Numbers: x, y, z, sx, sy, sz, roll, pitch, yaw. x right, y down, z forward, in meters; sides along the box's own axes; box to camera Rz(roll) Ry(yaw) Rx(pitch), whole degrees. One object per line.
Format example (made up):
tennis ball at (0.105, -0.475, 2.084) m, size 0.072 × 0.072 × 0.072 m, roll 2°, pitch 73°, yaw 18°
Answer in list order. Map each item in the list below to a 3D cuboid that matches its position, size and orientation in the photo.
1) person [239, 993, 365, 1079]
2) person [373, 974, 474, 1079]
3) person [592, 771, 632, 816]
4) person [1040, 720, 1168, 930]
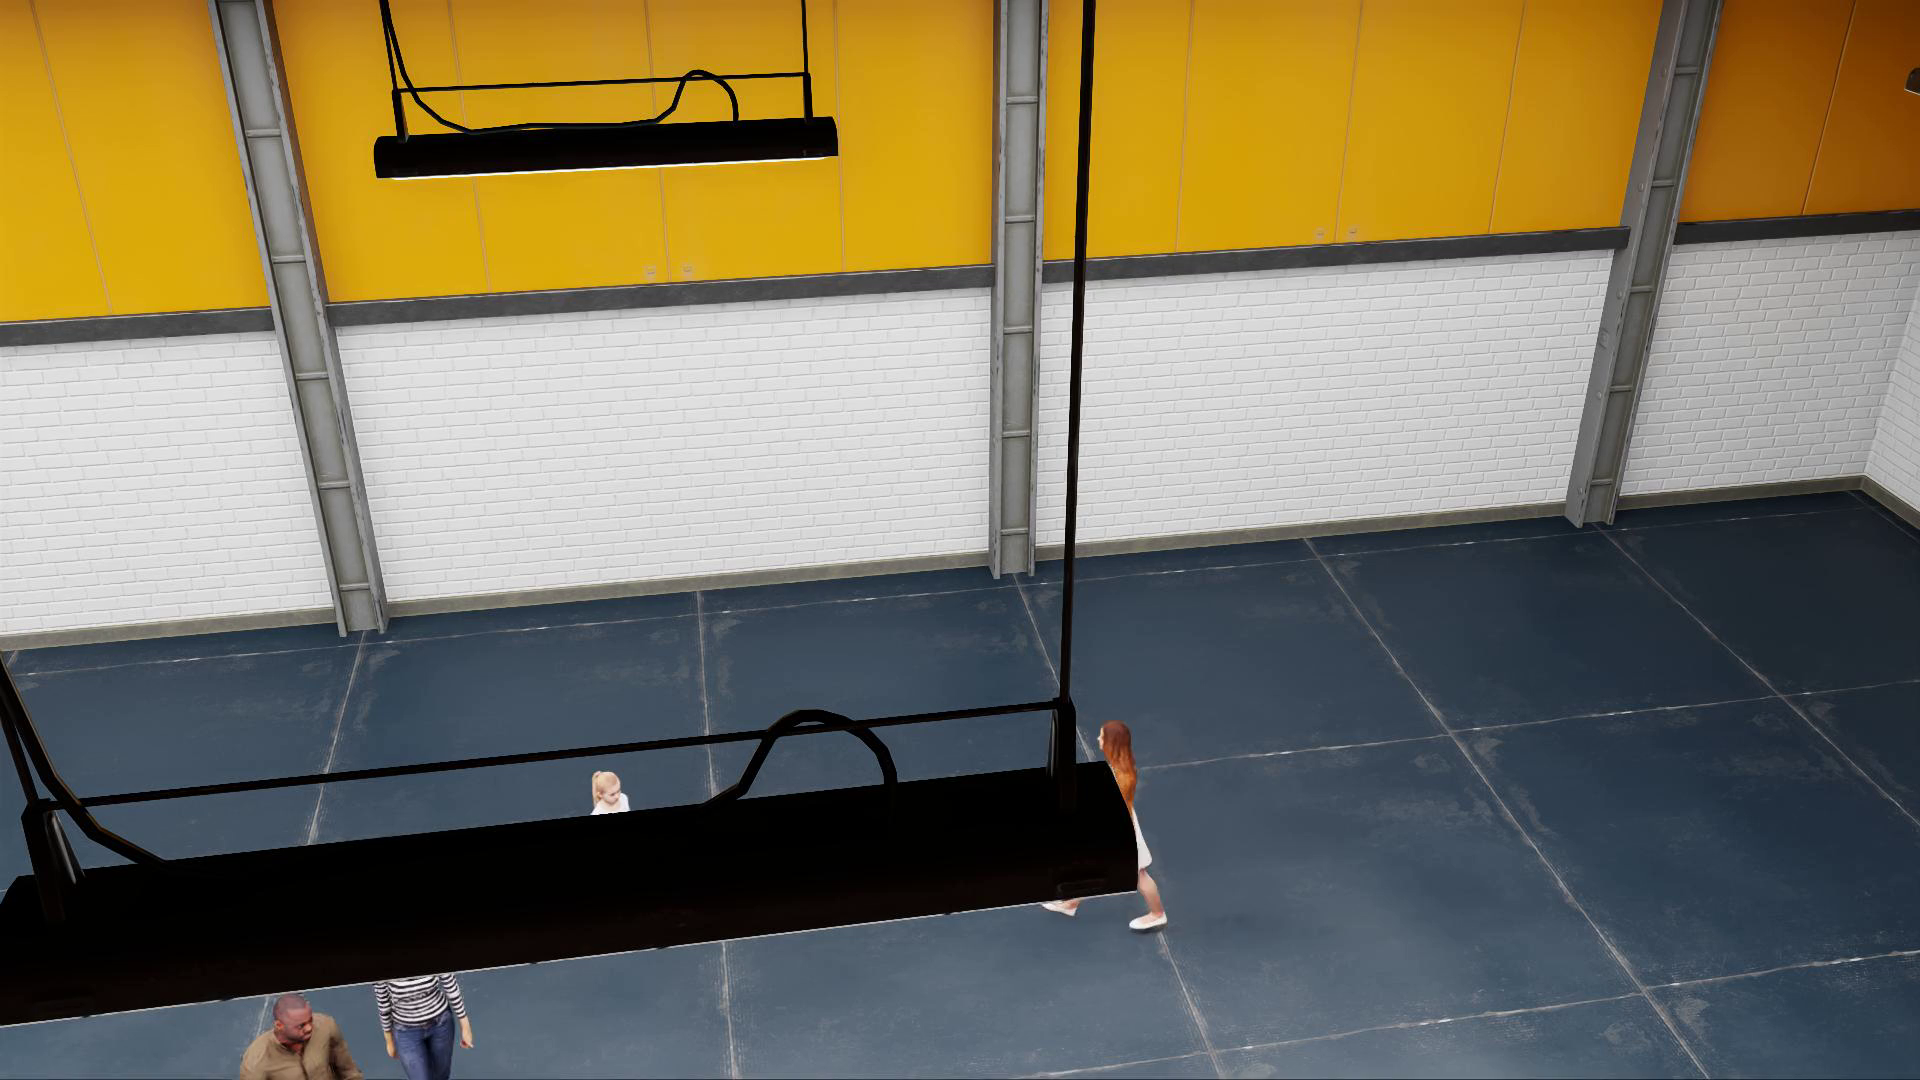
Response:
person at (-3.566, 3.096, 8.996) m, size 0.911 × 1.807 × 0.844 m, roll 20°, pitch 34°, yaw 32°
person at (-3.081, 2.801, 9.586) m, size 0.972 × 1.759 × 0.841 m, roll -13°, pitch 31°, yaw -22°
person at (-2.359, 2.104, 11.367) m, size 0.625 × 1.277 × 0.565 m, roll 18°, pitch 34°, yaw 30°
person at (1.158, 1.970, 11.201) m, size 1.119 × 1.672 × 0.683 m, roll -2°, pitch 29°, yaw -3°
